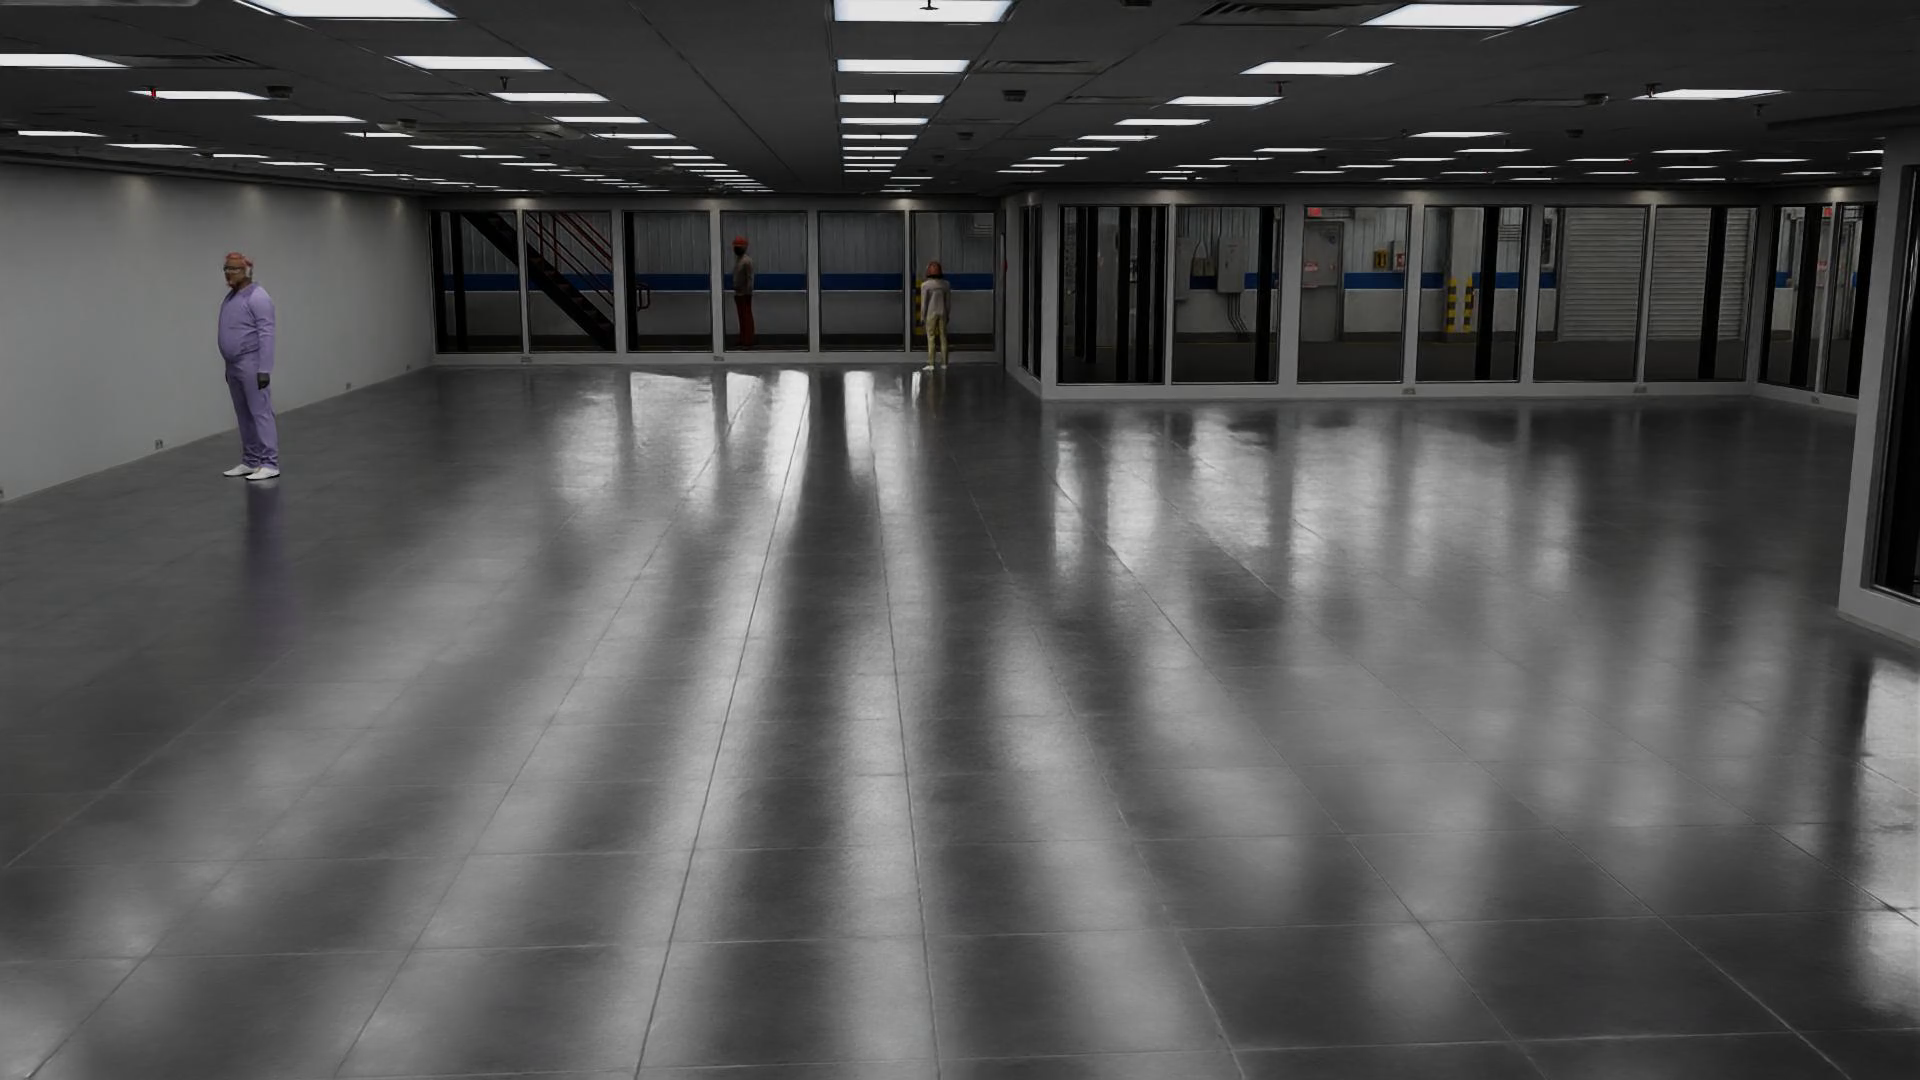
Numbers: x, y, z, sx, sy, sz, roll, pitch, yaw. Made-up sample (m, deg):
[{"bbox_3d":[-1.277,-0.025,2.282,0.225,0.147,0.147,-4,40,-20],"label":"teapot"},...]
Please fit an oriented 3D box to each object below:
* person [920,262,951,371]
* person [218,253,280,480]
[{"bbox_3d":[-0.371,-3.368,25.087,0.499,1.633,0.286,-6,12,-29],"label":"person"},{"bbox_3d":[-6.052,-1.463,14.077,0.654,1.905,0.408,9,14,39],"label":"person"}]
